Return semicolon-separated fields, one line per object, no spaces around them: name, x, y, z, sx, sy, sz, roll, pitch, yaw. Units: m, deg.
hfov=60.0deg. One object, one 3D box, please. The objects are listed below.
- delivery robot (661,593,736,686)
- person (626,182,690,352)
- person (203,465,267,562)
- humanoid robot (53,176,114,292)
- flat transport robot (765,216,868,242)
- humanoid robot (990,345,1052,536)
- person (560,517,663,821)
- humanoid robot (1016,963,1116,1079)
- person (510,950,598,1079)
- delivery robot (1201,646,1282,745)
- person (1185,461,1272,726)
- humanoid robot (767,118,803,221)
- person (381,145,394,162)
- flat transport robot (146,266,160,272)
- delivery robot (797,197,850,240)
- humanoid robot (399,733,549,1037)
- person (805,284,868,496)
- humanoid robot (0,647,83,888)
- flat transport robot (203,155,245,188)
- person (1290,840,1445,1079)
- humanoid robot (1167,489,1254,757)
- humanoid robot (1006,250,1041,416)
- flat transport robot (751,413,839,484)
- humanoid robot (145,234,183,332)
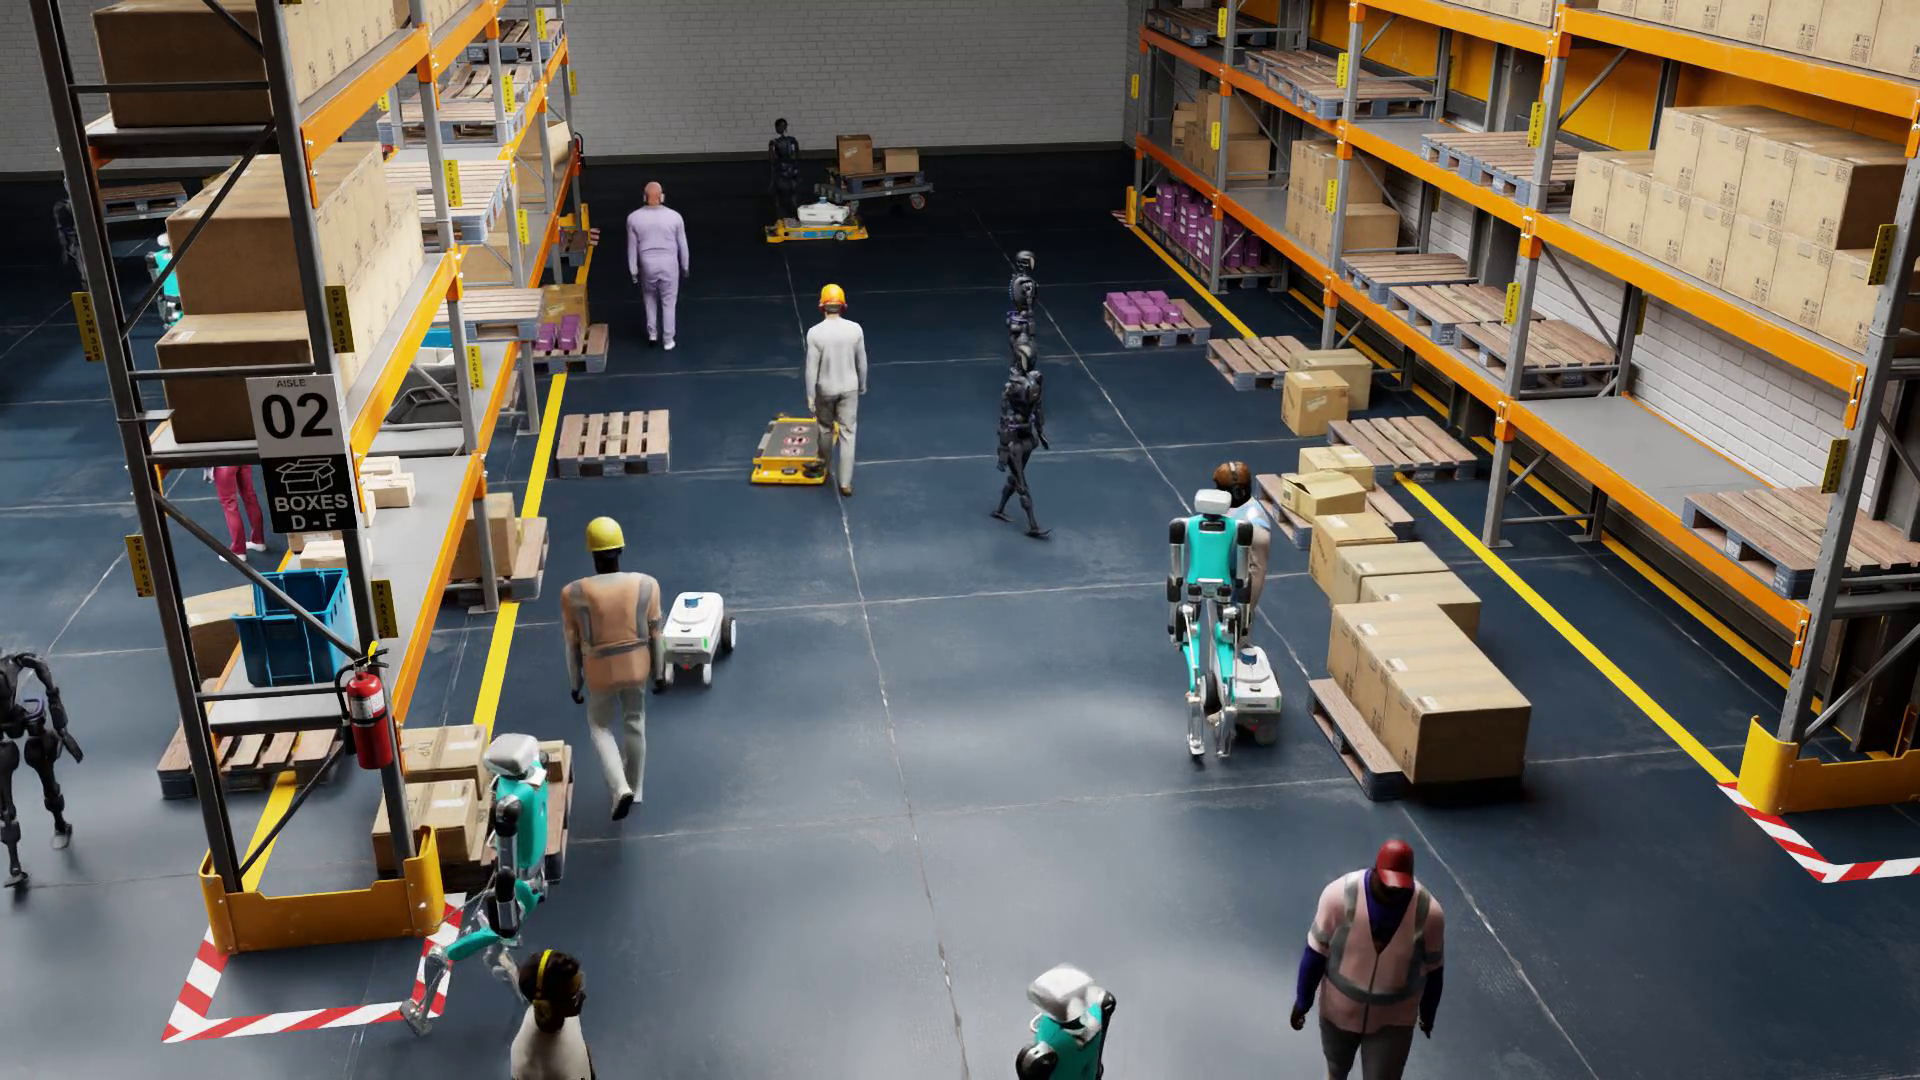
delivery robot;-1.892;0.661;11.807;0.499;0.587;0.771;0;24;1
person;-3.371;-3.091;18.714;0.664;1.881;0.670;-1;24;-2
person;-5.884;-0.618;13.394;0.282;1.625;0.500;8;25;18
humanoid robot;-10.571;-3.593;20.126;0.557;1.642;0.595;18;30;36
flat transport robot;-2.057;-4.439;23.791;1.431;0.231;0.659;-3;24;-8
humanoid robot;0.540;-0.852;13.909;0.743;1.628;0.609;17;29;34
person;-2.022;0.791;9.841;0.577;1.904;0.583;-9;25;-19
humanoid robot;0.164;2.358;6.562;0.806;1.806;0.530;17;29;33
person;-1.607;2.321;6.455;0.900;1.835;0.518;0;24;1
delivery robot;1.890;0.992;11.060;0.519;0.593;0.765;0;24;-1
person;1.765;0.341;10.956;0.431;1.837;0.619;-6;24;-14
humanoid robot;-2.479;-5.176;23.725;0.489;1.639;0.584;22;32;40
person;-7.449;-4.383;21.860;0.567;1.718;0.608;9;25;20
flat transport robot;-10.248;-3.855;22.461;0.659;0.231;1.431;5;24;11
delivery robot;-1.918;-4.596;23.818;0.786;0.614;0.523;3;24;7
humanoid robot;-2.397;1.710;7.994;0.961;1.769;0.552;2;24;4
person;-1.105;-1.374;14.848;0.579;1.861;0.845;-4;24;-10
humanoid robot;-5.314;1.141;9.365;0.612;1.629;0.743;-8;25;-18
flat transport robot;-10.534;-4.931;24.912;1.431;0.231;0.659;2;24;4
person;1.793;2.002;7.318;0.613;1.717;0.868;7;25;16
humanoid robot;1.558;0.630;10.436;0.537;1.762;0.841;2;24;5
humanoid robot;0.629;-2.088;16.666;0.315;1.657;0.599;-4;24;-10
flat transport robot;-1.529;-0.862;15.642;0.659;0.231;1.431;1;24;2
humanoid robot;-7.953;-2.320;17.232;0.545;1.844;0.790;-3;24;-6
